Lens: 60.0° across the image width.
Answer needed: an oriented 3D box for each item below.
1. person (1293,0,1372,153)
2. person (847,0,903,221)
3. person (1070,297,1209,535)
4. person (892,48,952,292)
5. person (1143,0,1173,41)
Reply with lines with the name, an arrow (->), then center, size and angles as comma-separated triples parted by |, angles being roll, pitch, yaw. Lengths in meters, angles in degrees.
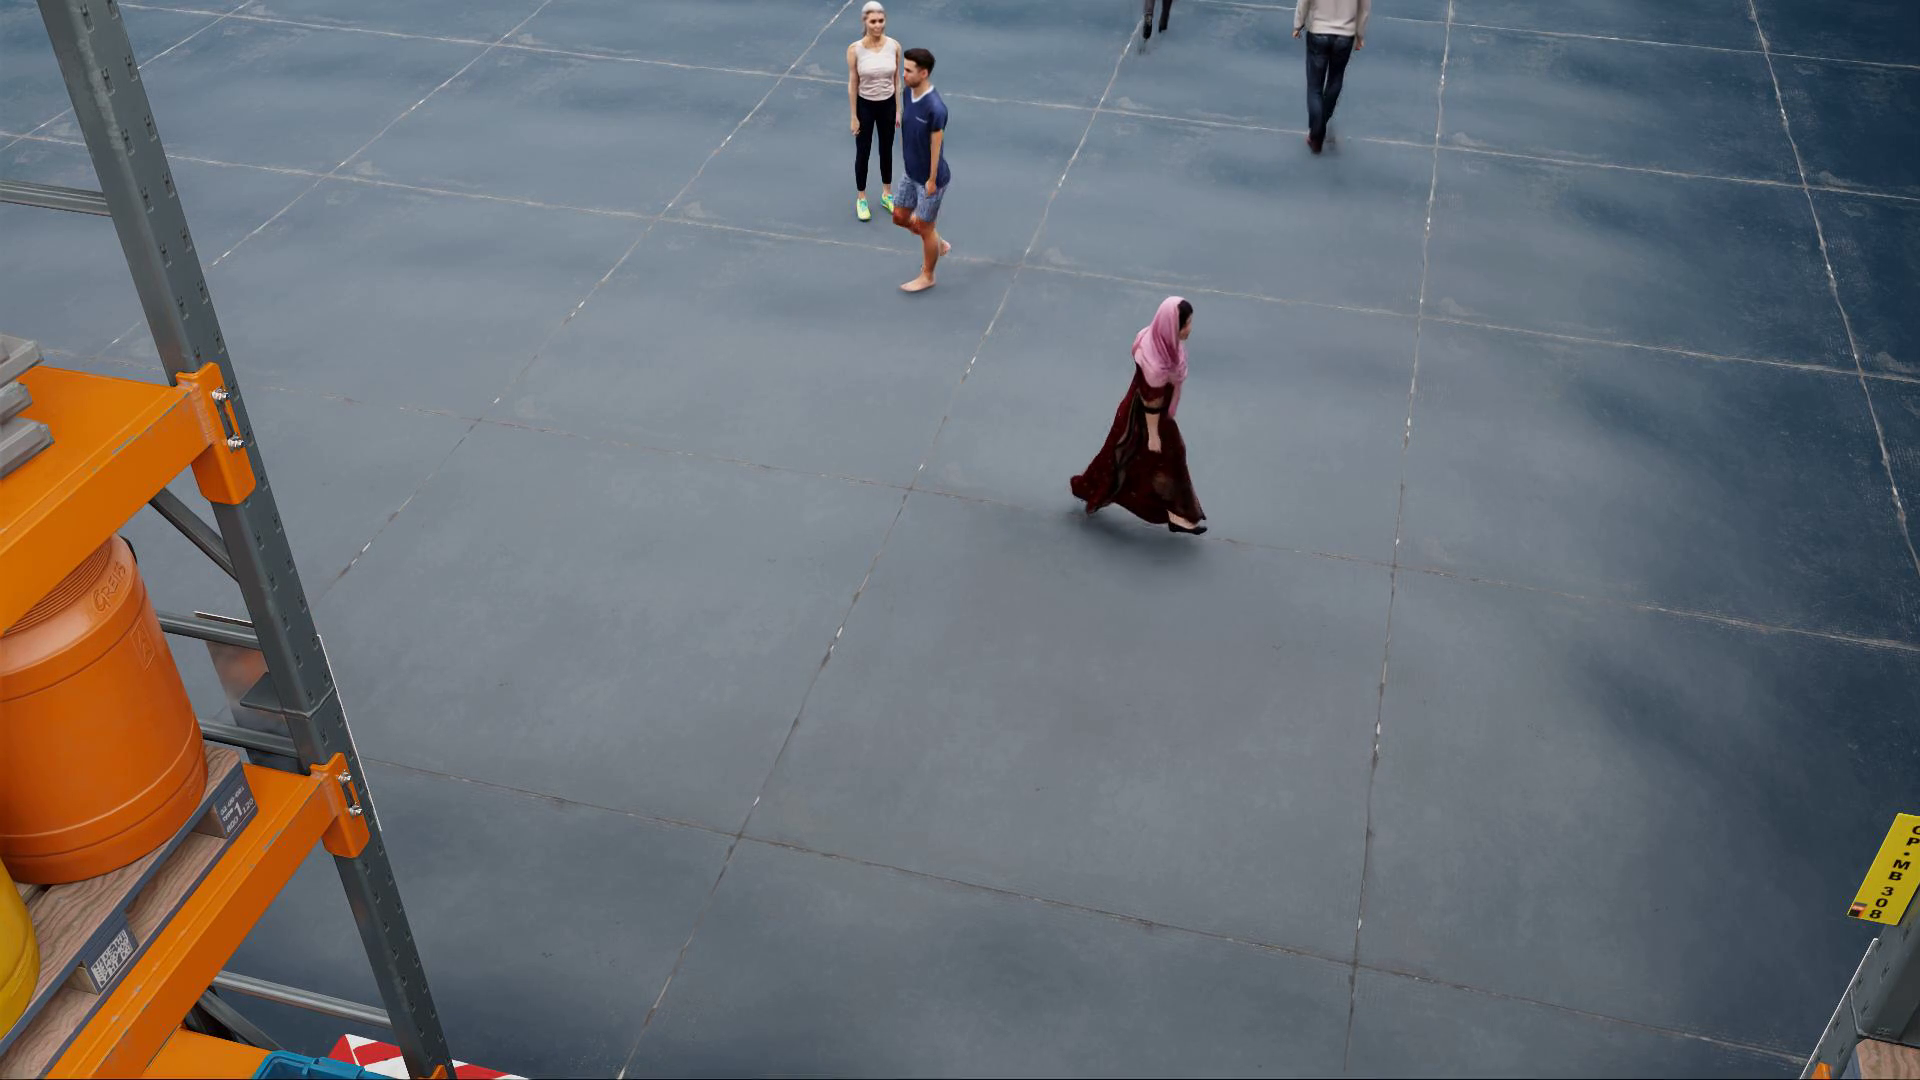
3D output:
person -> 3.093, -4.155, 13.854 | 0.875, 1.884, 1.091 | 2, 38, 2
person -> -0.666, -3.358, 12.982 | 0.680, 1.703, 0.717 | -15, 40, -18
person -> 1.008, -0.743, 9.747 | 0.830, 1.570, 1.109 | 14, 40, 18
person -> -0.186, -2.675, 12.001 | 0.870, 1.836, 0.806 | -22, 43, -25
person -> 1.920, -5.551, 15.893 | 0.603, 1.569, 0.891 | 9, 39, 11
